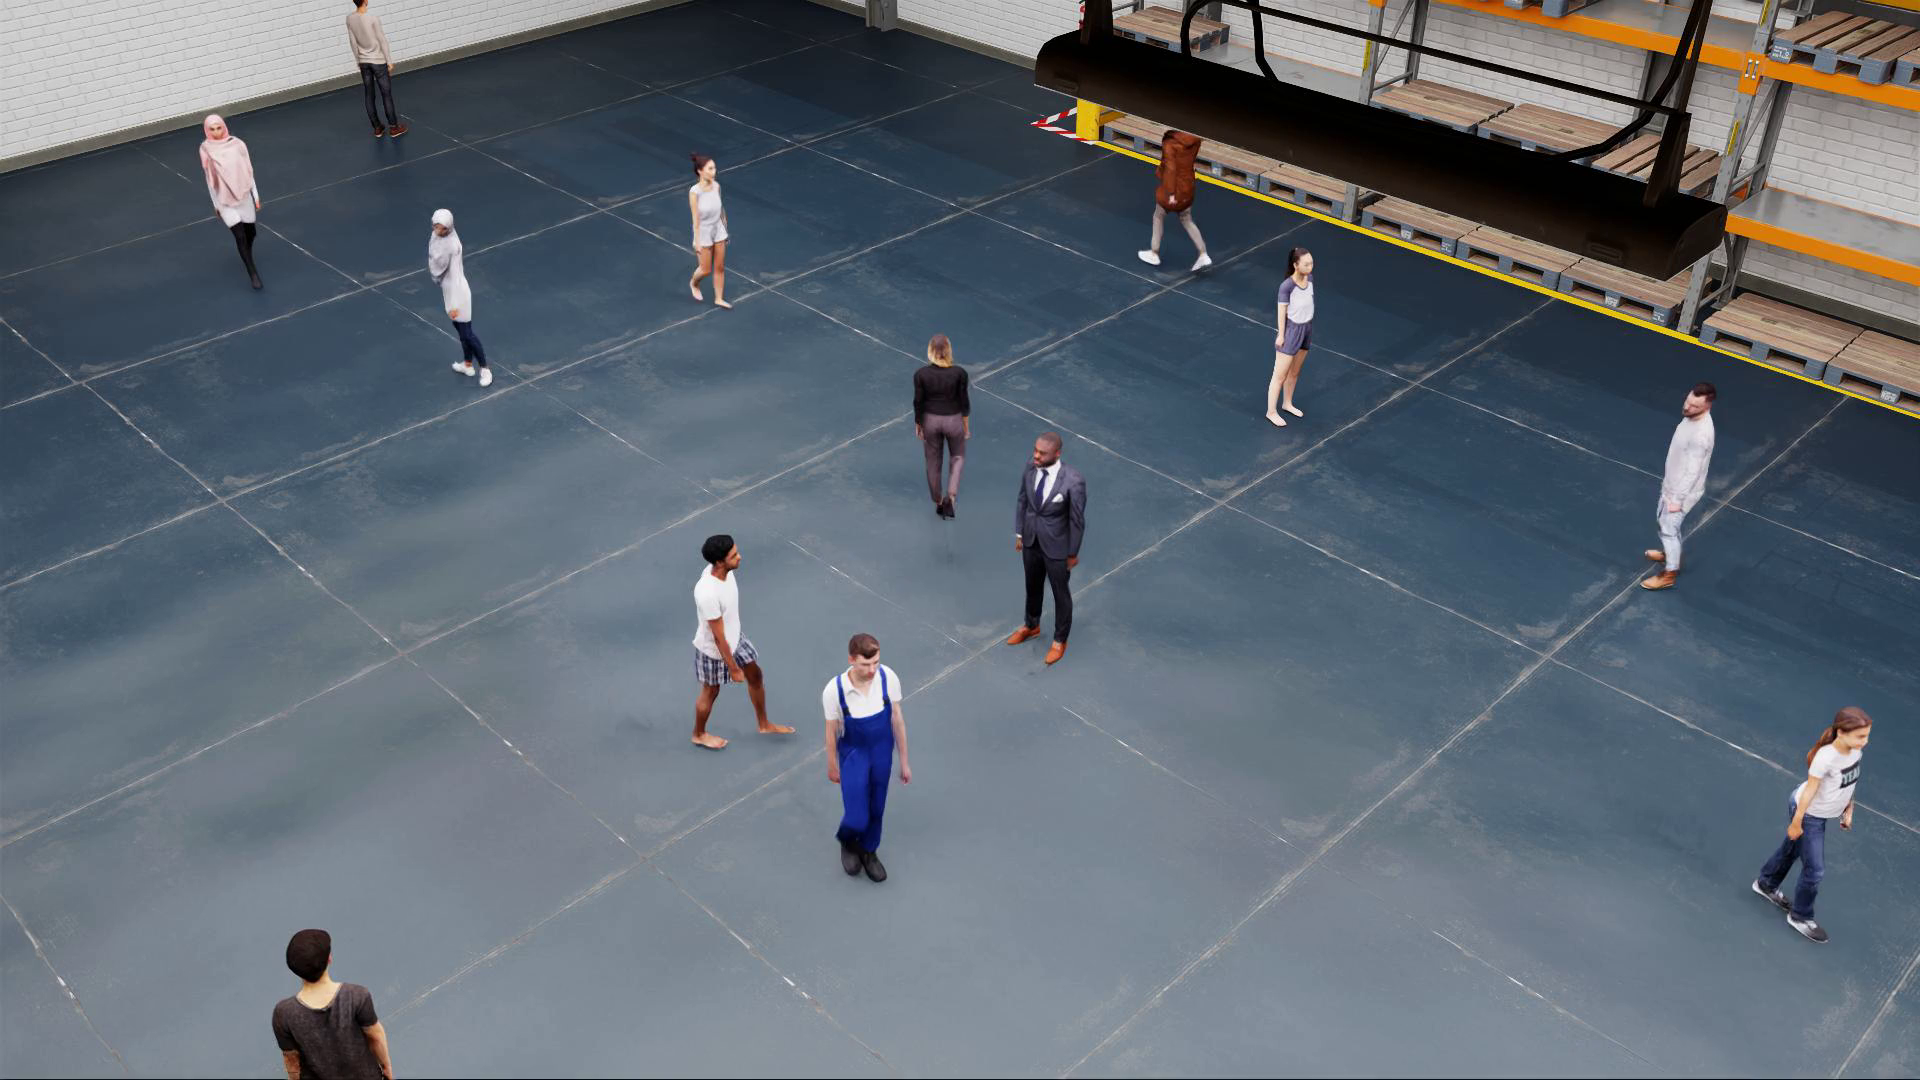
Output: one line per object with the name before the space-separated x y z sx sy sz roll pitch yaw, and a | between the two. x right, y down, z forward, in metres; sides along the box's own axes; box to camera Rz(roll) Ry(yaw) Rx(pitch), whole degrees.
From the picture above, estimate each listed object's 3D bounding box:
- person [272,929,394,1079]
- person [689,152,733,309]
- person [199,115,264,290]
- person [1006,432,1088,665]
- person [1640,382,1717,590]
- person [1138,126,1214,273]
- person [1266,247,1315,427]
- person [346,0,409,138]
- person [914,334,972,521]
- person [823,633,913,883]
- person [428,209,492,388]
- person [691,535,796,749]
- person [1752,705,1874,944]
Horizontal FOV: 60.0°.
person | -3.012 2.633 8.063 0.838 1.697 0.981 -11 35 -17
person | -2.586 -3.113 16.791 0.726 1.605 0.620 24 40 31
person | -7.546 -3.542 17.277 0.815 1.782 1.133 -18 37 -24
person | 0.629 0.021 11.879 0.553 1.824 0.778 24 40 31
person | 5.492 -0.416 12.556 0.855 1.802 0.886 16 37 22
person | 2.345 -3.659 17.428 0.714 1.809 1.101 -27 42 -35
person | 2.958 -1.828 14.817 0.593 1.651 0.517 -27 42 -34
person | -7.382 -6.002 20.900 0.705 1.868 0.802 6 34 9
person | -0.137 -0.846 13.329 0.772 1.663 0.831 0 34 0
person | -0.598 1.253 10.016 0.724 1.835 0.776 -15 37 -22
person | -4.686 -2.305 15.440 0.856 1.755 0.627 -9 35 -14
person | -1.663 0.689 10.980 1.035 1.706 0.915 7 34 11
person | 4.979 1.560 9.810 0.633 1.550 0.814 -21 39 -28
